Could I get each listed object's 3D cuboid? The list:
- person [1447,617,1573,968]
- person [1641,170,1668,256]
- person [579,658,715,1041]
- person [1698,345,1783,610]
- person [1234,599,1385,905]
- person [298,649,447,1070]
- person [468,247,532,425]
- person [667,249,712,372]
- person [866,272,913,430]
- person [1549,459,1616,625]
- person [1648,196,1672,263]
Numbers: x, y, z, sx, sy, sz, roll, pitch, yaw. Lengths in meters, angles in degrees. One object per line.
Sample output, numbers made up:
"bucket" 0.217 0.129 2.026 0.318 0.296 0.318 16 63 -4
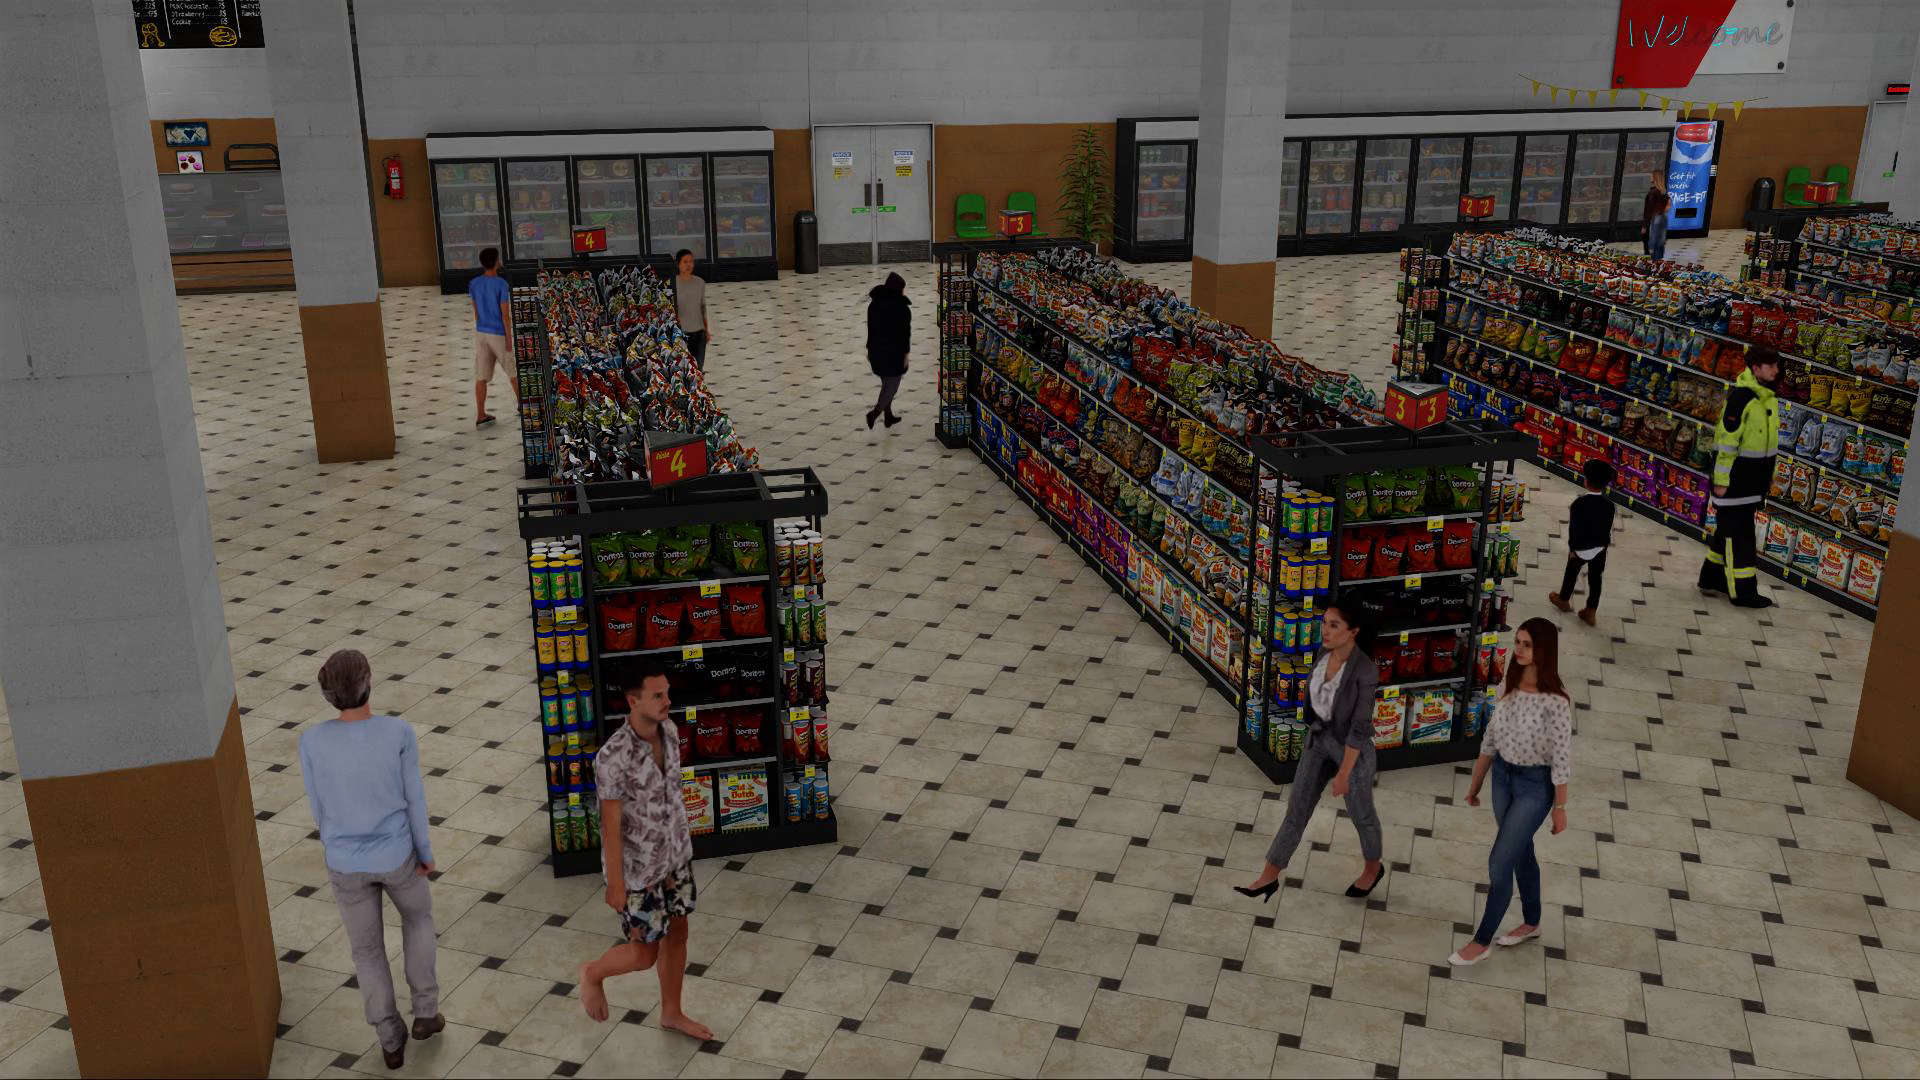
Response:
"person" 2.740 1.177 7.904 0.734 1.710 0.837 -7 20 -21
"person" 10.846 -4.931 26.030 0.675 1.704 0.671 -17 25 -42
"person" -1.428 1.356 7.231 1.009 1.801 0.949 10 21 28
"person" 5.827 -0.512 12.499 0.980 1.976 1.042 -15 24 -38
"person" 1.975 1.084 8.303 0.821 1.632 1.066 -9 20 -24
"person" -2.477 1.395 6.994 0.637 1.880 0.628 -5 19 -14
"person" -4.944 -2.098 17.458 1.055 1.811 1.289 5 19 15
"person" -2.922 -2.218 17.815 0.727 1.811 0.673 -13 23 -34
"person" -0.766 -1.902 17.125 1.043 1.654 1.090 10 21 26
"person" 4.606 0.032 12.088 0.582 1.207 0.744 -1 19 -3
"person" 10.273 -4.365 24.735 0.905 1.458 0.839 10 21 28
